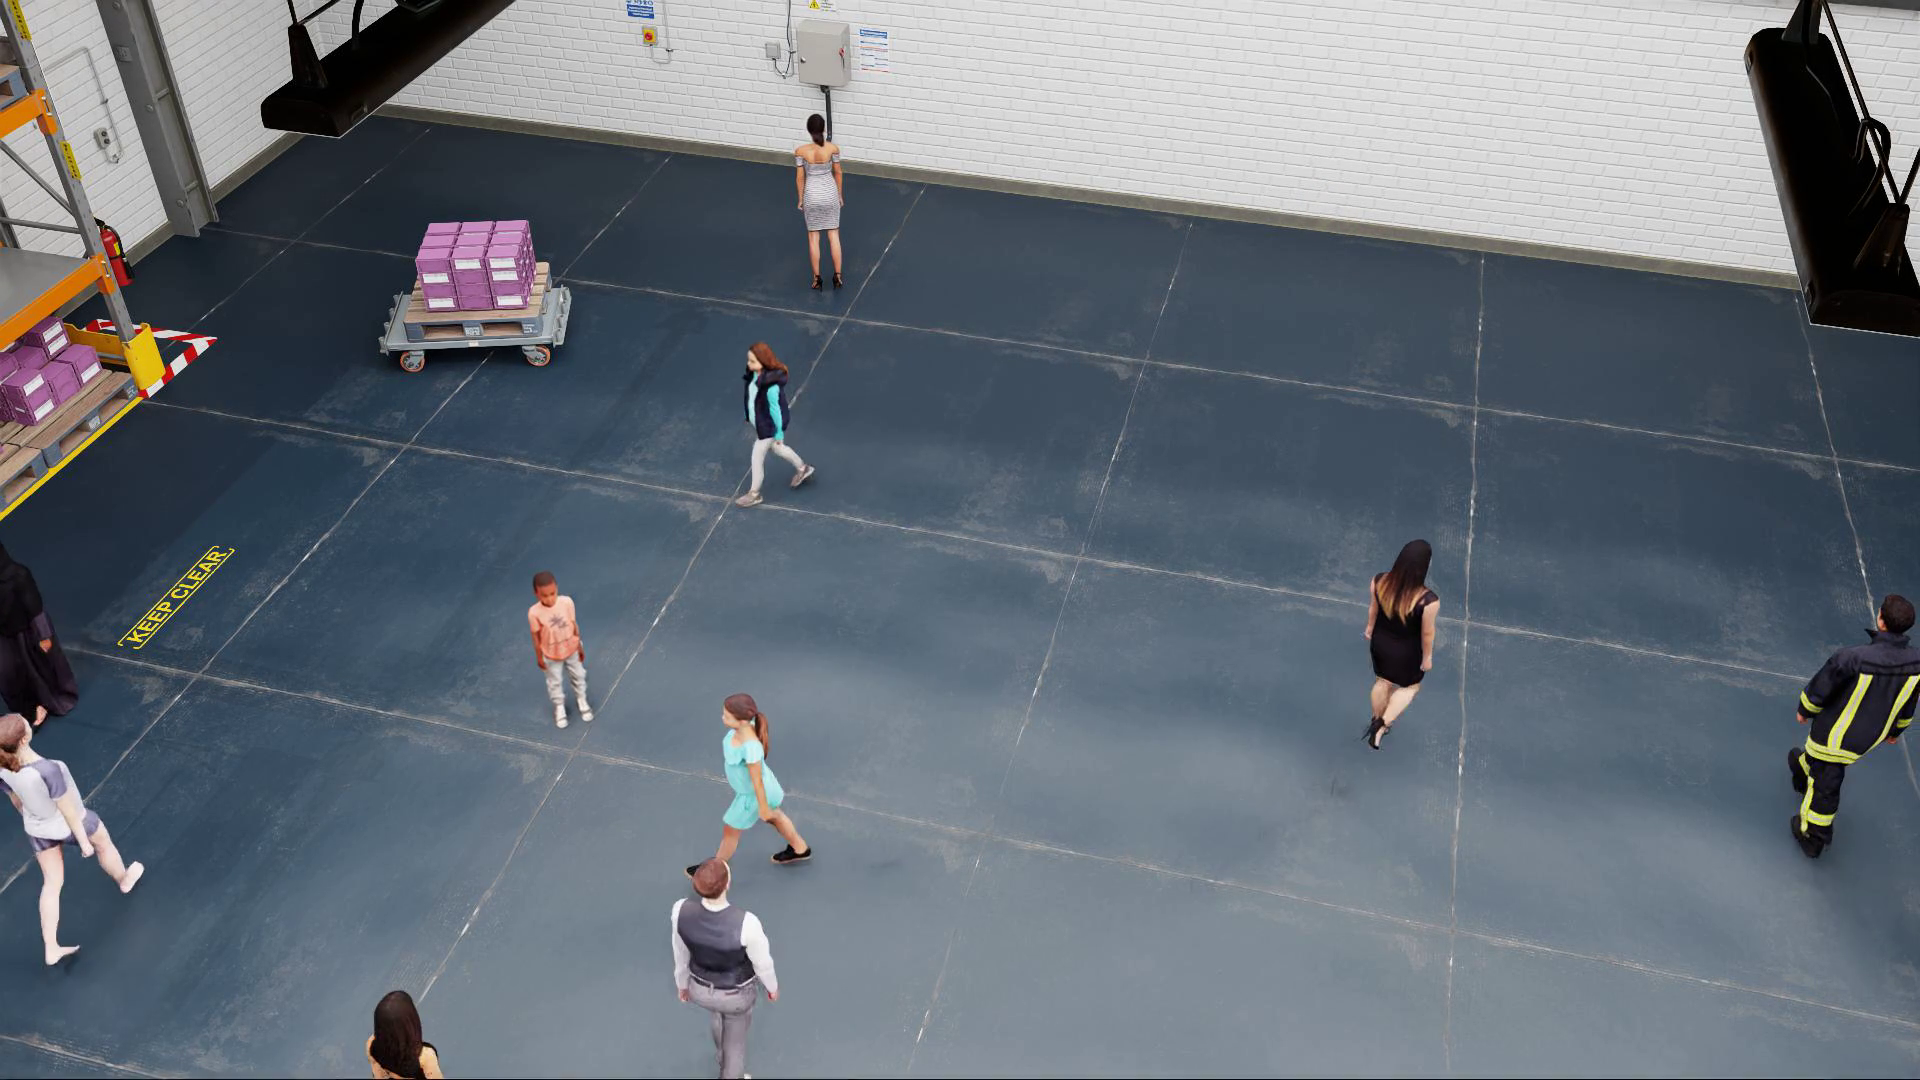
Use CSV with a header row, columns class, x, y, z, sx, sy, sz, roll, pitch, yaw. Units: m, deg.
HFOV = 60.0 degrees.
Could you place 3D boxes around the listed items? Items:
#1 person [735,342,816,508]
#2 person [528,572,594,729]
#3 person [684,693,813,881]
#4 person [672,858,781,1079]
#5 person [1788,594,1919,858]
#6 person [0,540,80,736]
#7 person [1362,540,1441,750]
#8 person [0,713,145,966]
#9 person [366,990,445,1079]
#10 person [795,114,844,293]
class,x,y,z,sx,sy,sz,roll,pitch,yaw
person,-1.498,-0.963,13.432,1.005,1.473,0.964,-18,42,-21
person,-2.763,0.722,11.453,0.554,1.309,0.606,-17,41,-20
person,-1.209,1.528,10.276,0.931,1.518,1.057,-7,39,-8
person,-1.292,2.433,8.819,0.684,1.924,0.719,11,40,13
person,5.587,1.196,10.398,0.984,1.885,1.204,0,39,0
person,-6.431,0.541,11.442,0.756,1.607,0.889,-1,39,-1
person,2.885,0.760,11.091,0.846,1.702,0.905,31,48,33
person,-5.380,1.761,9.817,0.716,1.728,1.149,3,39,4
person,-2.777,2.943,8.418,0.574,1.627,0.925,9,39,11
person,-1.335,-3.237,15.998,0.674,1.824,0.669,-6,39,-7
